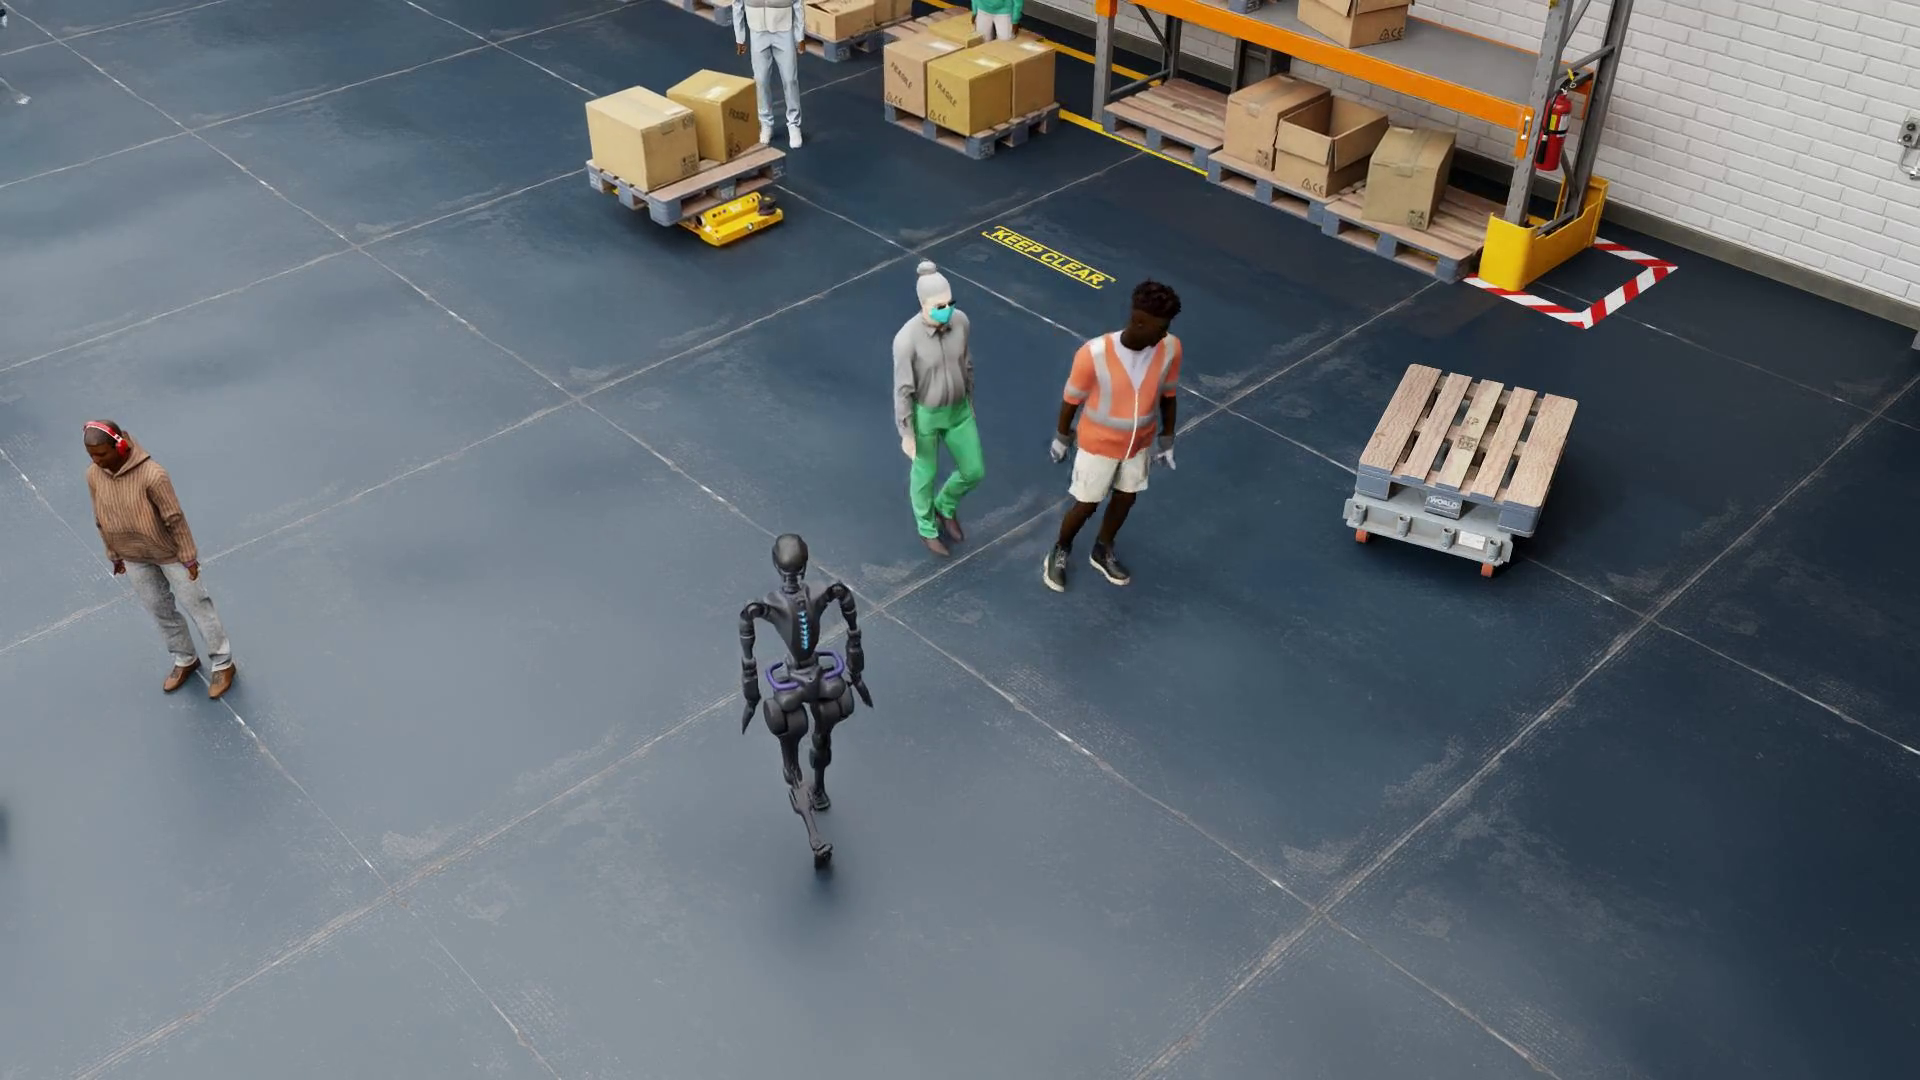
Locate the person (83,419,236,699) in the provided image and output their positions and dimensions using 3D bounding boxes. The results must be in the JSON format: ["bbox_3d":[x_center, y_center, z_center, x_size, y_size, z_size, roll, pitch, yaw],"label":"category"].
[{"bbox_3d":[-4.011,0.075,8.292,0.476,1.640,0.340,4,37,5],"label":"person"}]

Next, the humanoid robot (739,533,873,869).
[{"bbox_3d":[-0.662,0.722,7.434,0.615,1.631,0.697,-13,39,-17],"label":"humanoid robot"}]

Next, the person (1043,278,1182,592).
[{"bbox_3d":[0.847,-0.541,8.875,0.646,1.922,0.456,-13,39,-16],"label":"person"}]

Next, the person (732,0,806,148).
[{"bbox_3d":[-1.567,-4.189,13.725,0.597,1.907,0.410,0,37,1],"label":"person"}]

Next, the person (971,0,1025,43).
[{"bbox_3d":[0.330,-4.535,14.232,0.501,1.842,0.411,20,42,25],"label":"person"}]

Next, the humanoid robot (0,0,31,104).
[{"bbox_3d":[-8.618,-4.497,14.326,0.530,1.810,0.815,13,39,17],"label":"humanoid robot"}]

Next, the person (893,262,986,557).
[{"bbox_3d":[-0.114,-0.681,9.137,0.550,1.829,0.428,-21,42,-26],"label":"person"}]

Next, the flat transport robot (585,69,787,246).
[{"bbox_3d":[-2.116,-2.723,13.138,1.431,0.231,0.659,31,47,34],"label":"flat transport robot"}]
